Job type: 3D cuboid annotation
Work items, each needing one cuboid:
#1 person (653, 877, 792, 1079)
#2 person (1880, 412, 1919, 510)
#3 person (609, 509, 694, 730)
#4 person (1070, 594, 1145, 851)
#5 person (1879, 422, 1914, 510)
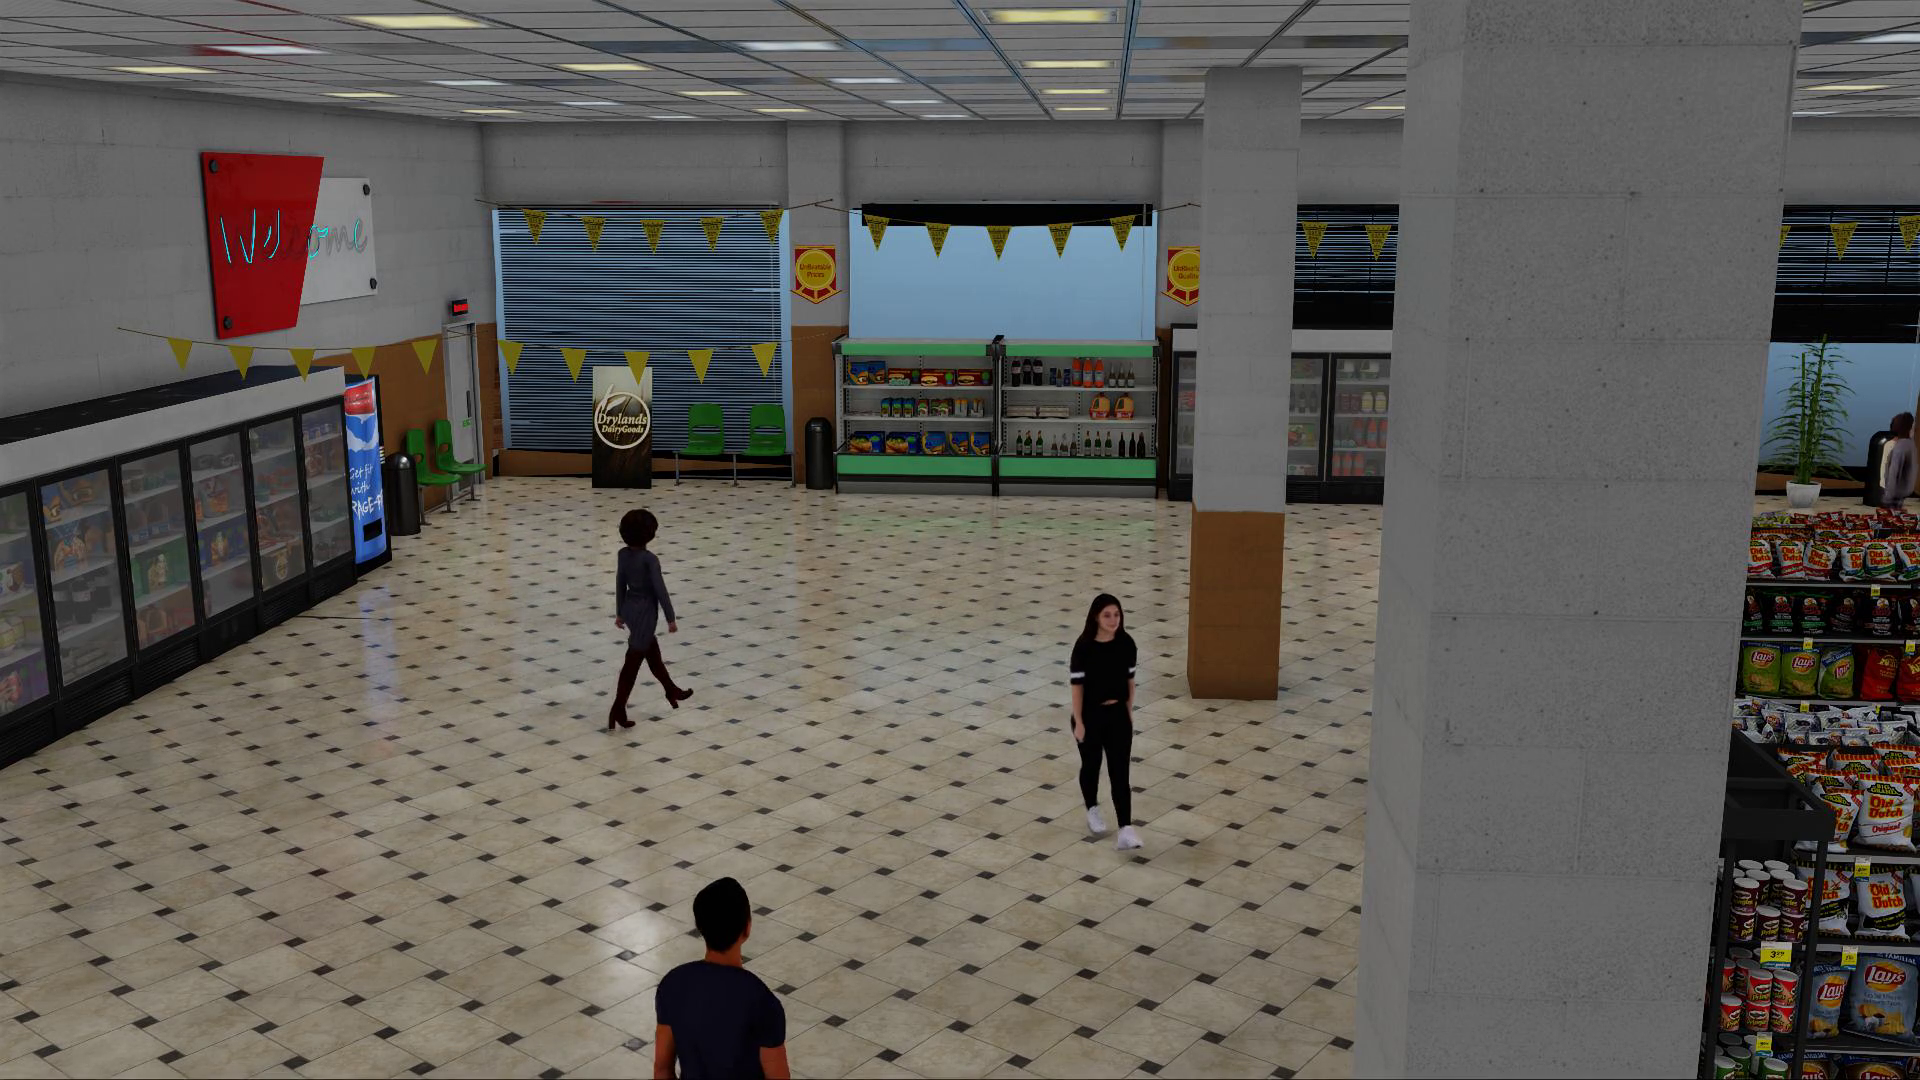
[{"bbox_3d":[-0.859,2.059,5.685,0.698,1.780,0.797,6,13,26],"label":"person"},{"bbox_3d":[10.108,-0.488,17.816,0.763,1.766,0.759,7,14,32],"label":"person"},{"bbox_3d":[-2.502,0.644,12.670,1.087,1.671,1.058,10,15,39],"label":"person"},{"bbox_3d":[0.872,1.120,10.565,1.027,1.607,0.908,-4,12,-16],"label":"person"},{"bbox_3d":[10.496,-0.588,18.718,0.493,1.589,0.605,2,12,9],"label":"person"}]
